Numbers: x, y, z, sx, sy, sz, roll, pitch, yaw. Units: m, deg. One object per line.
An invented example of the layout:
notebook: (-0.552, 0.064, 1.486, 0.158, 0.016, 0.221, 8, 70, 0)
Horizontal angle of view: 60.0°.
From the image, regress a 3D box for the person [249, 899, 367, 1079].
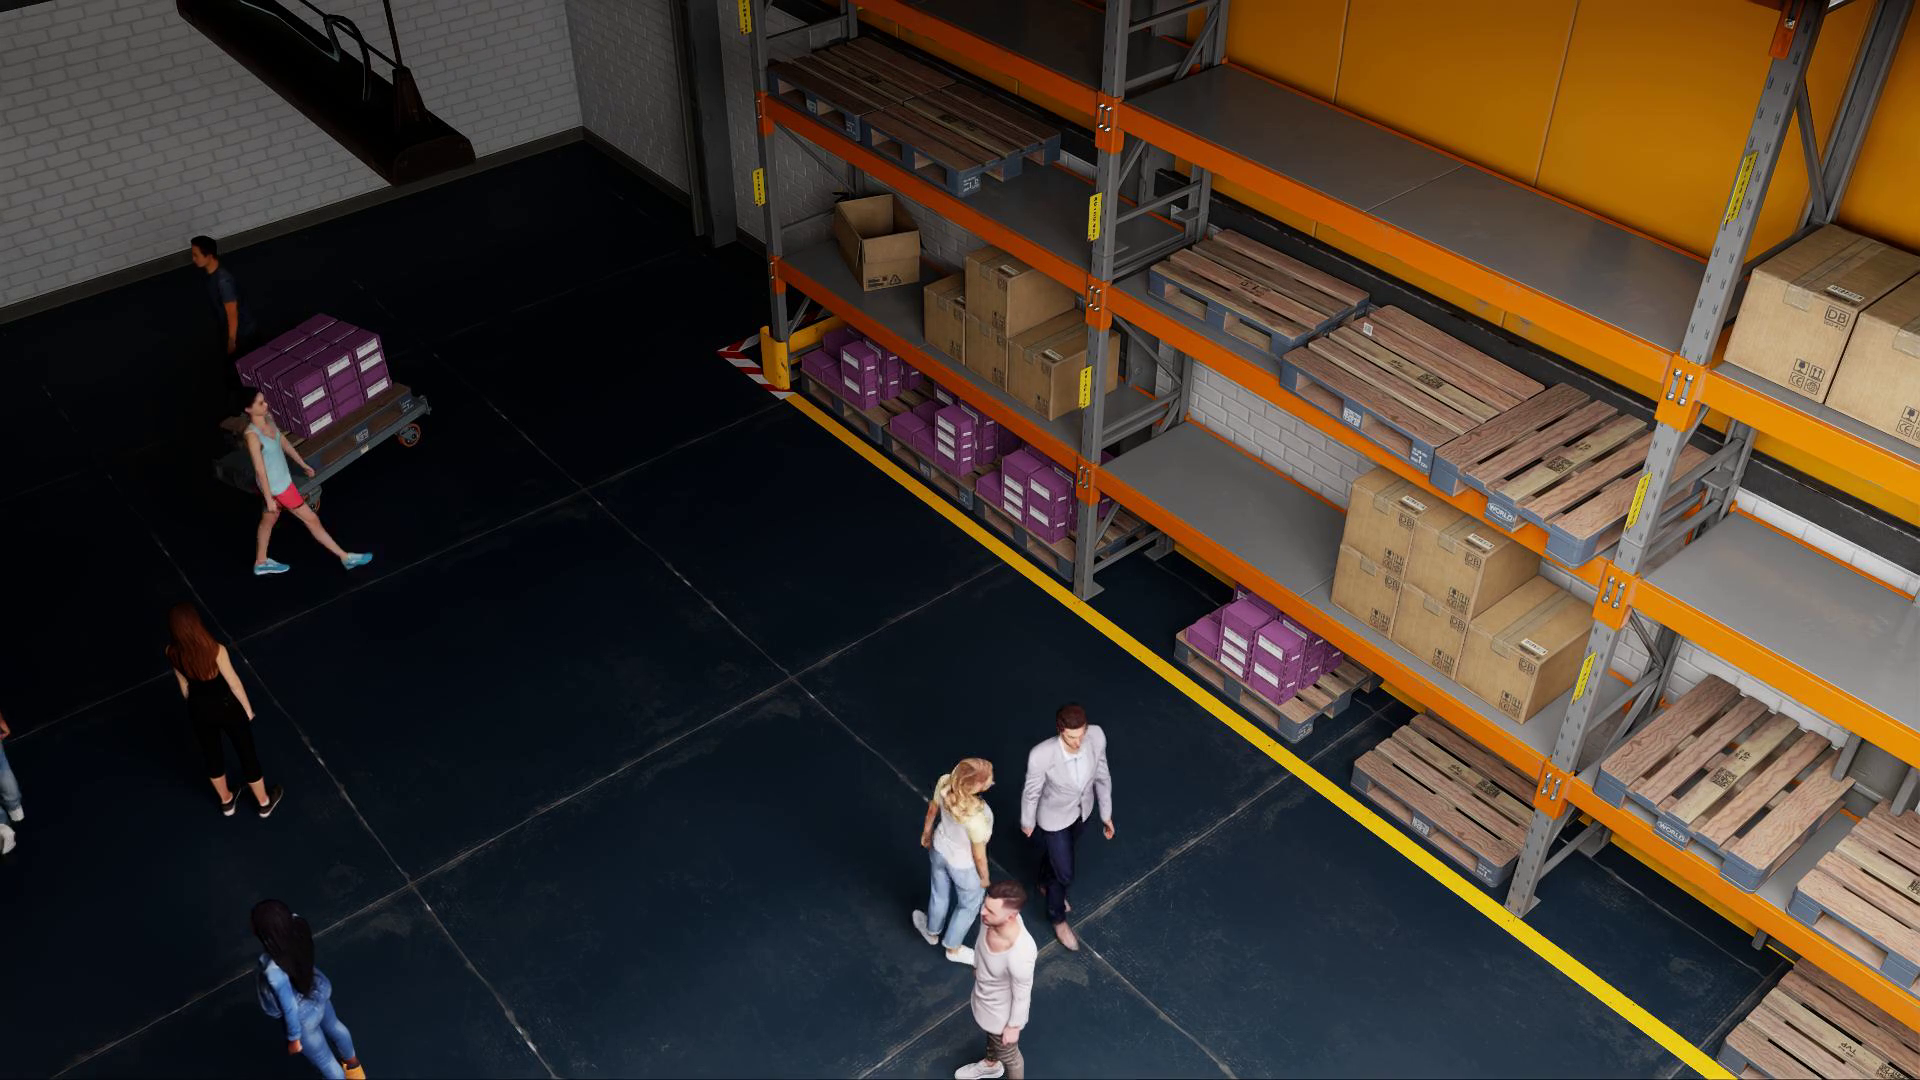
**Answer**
person: (-3.512, 2.514, 8.954, 0.739, 1.712, 0.649, -2, 39, -2)

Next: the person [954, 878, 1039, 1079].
person: (0.216, 2.444, 8.939, 0.784, 1.841, 0.600, -16, 41, -19)

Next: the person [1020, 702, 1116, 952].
person: (0.583, 1.580, 10.036, 0.716, 1.822, 0.831, -22, 44, -25)

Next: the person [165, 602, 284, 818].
person: (-4.798, 1.104, 10.711, 0.642, 1.722, 0.695, 2, 39, 2)

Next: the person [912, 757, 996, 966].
person: (-0.066, 1.856, 9.786, 0.460, 1.702, 0.829, 27, 46, 30)

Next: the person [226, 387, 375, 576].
person: (-5.253, -0.399, 12.601, 1.085, 1.712, 1.184, -5, 39, -6)

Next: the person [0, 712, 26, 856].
person: (-6.266, 1.244, 10.477, 0.648, 1.796, 0.979, -28, 47, -31)
